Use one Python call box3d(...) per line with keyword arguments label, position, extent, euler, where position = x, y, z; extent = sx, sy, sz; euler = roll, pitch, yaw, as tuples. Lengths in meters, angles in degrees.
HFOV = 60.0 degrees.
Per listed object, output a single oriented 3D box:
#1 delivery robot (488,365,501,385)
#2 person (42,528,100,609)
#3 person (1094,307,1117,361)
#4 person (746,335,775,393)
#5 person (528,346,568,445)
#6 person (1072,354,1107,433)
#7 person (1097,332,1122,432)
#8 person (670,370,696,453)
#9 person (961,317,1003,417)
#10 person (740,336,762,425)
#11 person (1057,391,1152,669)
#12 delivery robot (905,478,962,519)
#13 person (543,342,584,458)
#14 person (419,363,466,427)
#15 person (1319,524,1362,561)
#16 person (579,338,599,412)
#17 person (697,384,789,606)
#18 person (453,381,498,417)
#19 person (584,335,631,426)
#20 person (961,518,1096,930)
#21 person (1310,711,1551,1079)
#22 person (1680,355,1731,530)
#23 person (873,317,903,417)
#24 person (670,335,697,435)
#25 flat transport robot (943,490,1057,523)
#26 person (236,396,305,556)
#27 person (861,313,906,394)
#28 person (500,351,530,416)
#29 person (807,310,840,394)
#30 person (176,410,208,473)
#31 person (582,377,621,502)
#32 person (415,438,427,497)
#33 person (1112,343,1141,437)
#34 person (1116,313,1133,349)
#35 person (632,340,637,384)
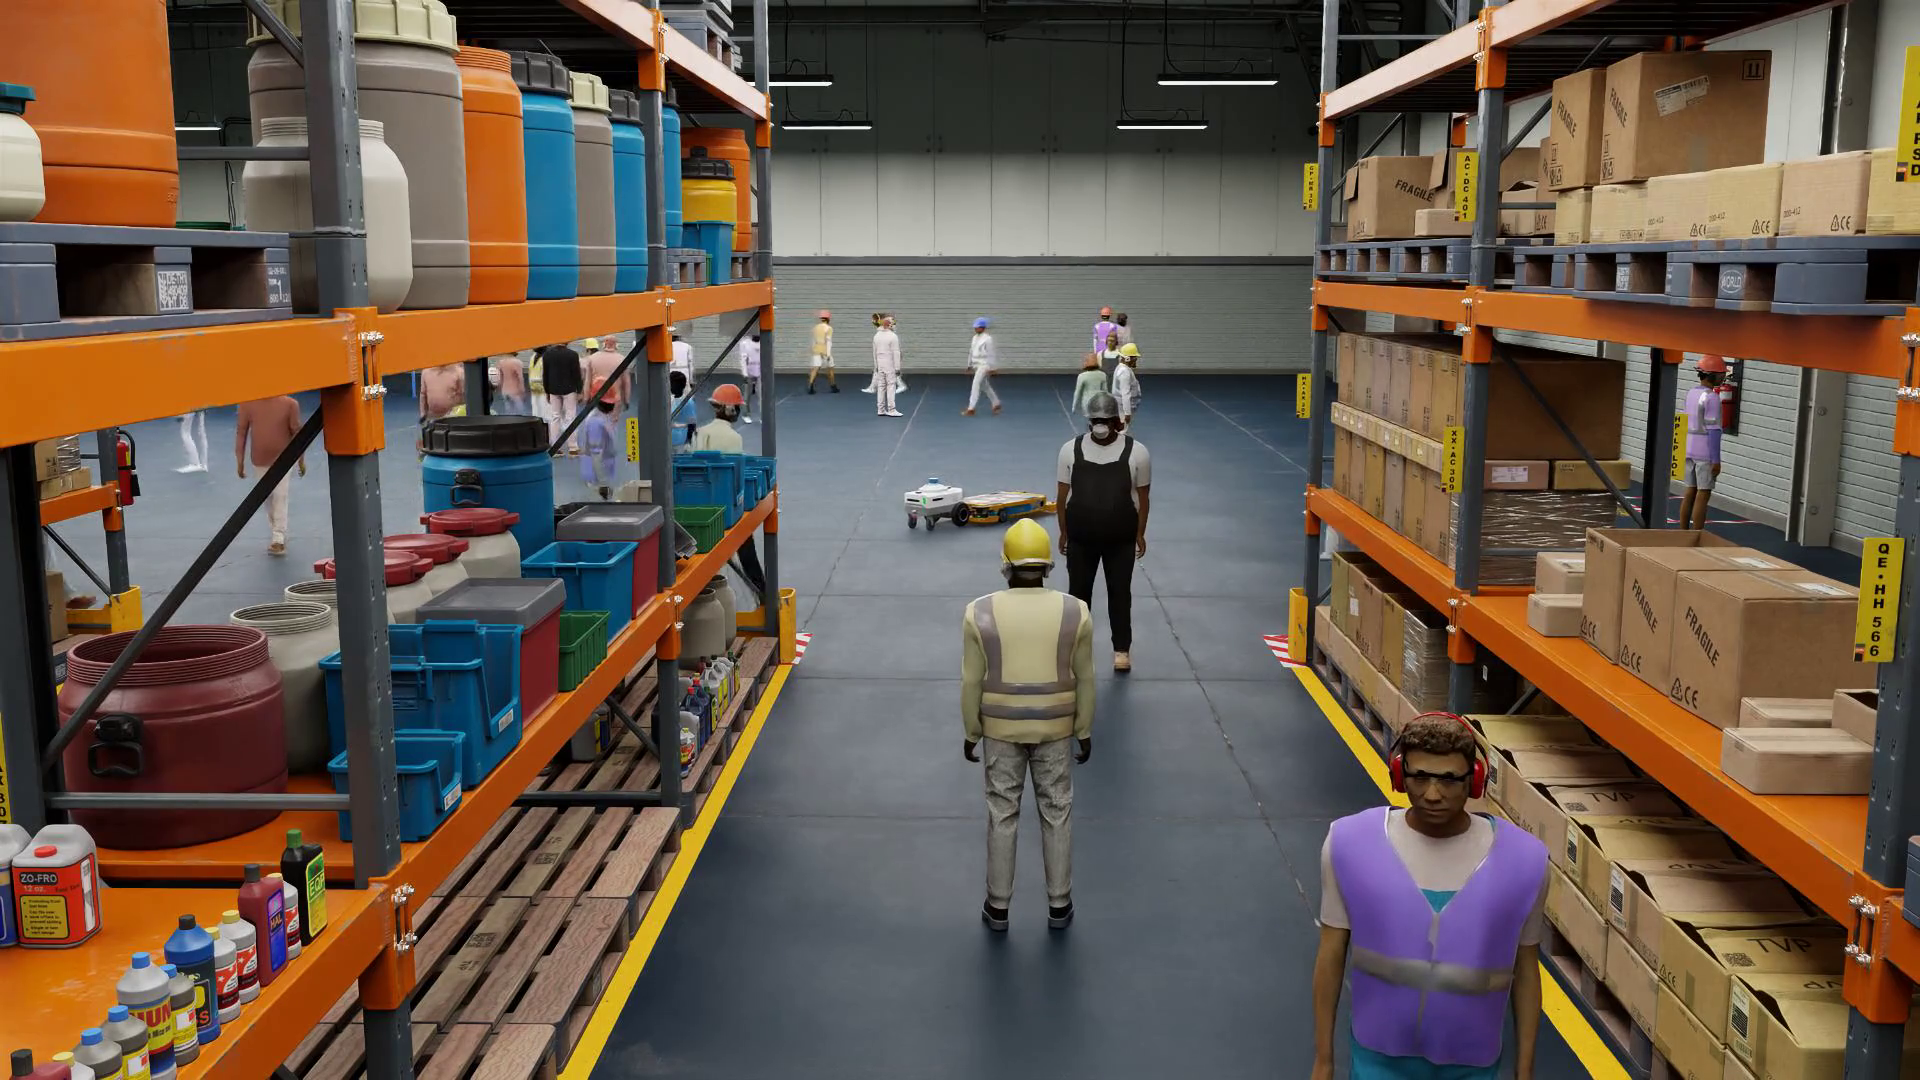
box3d(label="delivery robot", position=(-11.039, -3.900, 39.297), extent=(0.477, 0.478, 0.707), euler=(-3, 10, -15))
box3d(label="person", position=(-7.710, -0.294, 13.901), extent=(0.997, 1.862, 0.726), euler=(-1, 10, -7))
box3d(label="person", position=(3.300, -4.301, 37.701), extent=(0.545, 1.942, 0.353), euler=(3, 10, 16))
box3d(label="person", position=(-4.433, -4.144, 36.919), extent=(0.660, 1.885, 0.571), euler=(1, 9, 3))
box3d(label="person", position=(-6.519, -2.322, 26.218), extent=(0.640, 1.823, 0.640), euler=(9, 13, 44))
box3d(label="person", position=(1.942, -1.998, 24.952), extent=(0.518, 1.580, 0.850), euler=(-6, 11, -31))
box3d(label="person", position=(2.540, -2.591, 27.863), extent=(0.520, 1.810, 0.923), euler=(4, 10, 25))
box3d(label="person", position=(-3.297, -1.143, 19.522), extent=(0.318, 1.697, 0.533), euler=(-9, 13, -43))
box3d(label="person", position=(0.451, -3.369, 32.254), extent=(0.986, 1.907, 0.606), euler=(-5, 11, -26))
box3d(label="person", position=(-3.755, -3.046, 30.405), extent=(0.583, 1.881, 1.010), euler=(-5, 11, -26))
box3d(label="person", position=(1.030, -0.048, 12.062), extent=(0.684, 2.000, 0.535), euler=(2, 10, 10))
box3d(label="delivery robot", position=(-0.301, -0.453, 18.648), extent=(0.477, 0.478, 0.707), euler=(8, 12, 38))
box3d(label="person", position=(-6.024, -2.256, 25.292), extent=(0.622, 1.992, 0.395), euler=(2, 10, 14))
box3d(label="person", position=(-6.925, -1.712, 22.414), extent=(0.639, 1.875, 0.872), euler=(2, 10, 12))
box3d(label="person", position=(3.796, -0.567, 16.315), extent=(0.512, 1.615, 0.667), euler=(-8, 12, -38))
box3d(label="person", position=(-6.005, -2.437, 27.144), extent=(0.526, 1.742, 0.770), euler=(-7, 12, -38))
box3d(label="person", position=(-1.894, -0.325, 13.845), extent=(0.999, 1.942, 0.633), euler=(-8, 13, -41))
box3d(label="person", position=(-4.662, -0.657, 16.203), extent=(0.644, 1.832, 0.509), euler=(7, 12, 35))
box3d(label="person", position=(-5.224, -2.105, 24.760), extent=(0.675, 1.869, 0.536), euler=(1, 10, 5))
box3d(label="person", position=(0.301, 0.814, 7.376), extent=(0.599, 1.836, 0.404), euler=(0, 9, -2))
box3d(label="person", position=(1.199, 1.324, 4.298), extent=(0.571, 1.843, 0.373), euler=(2, 10, 12))
box3d(label="person", position=(7.538, -0.867, 16.835), extent=(0.378, 2.044, 0.607), euler=(0, 9, -3))
box3d(label="person", position=(-1.368, -3.333, 32.013), extent=(0.405, 1.906, 0.652), euler=(-9, 13, -44))
box3d(label="person", position=(-4.837, -2.747, 28.520), extent=(0.641, 1.893, 0.640), euler=(9, 13, 44))
box3d(label="flat transport robot", position=(0.470, -0.397, 19.442), extent=(0.652, 0.197, 1.431), euler=(8, 13, 41))
box3d(label="person", position=(-7.077, -0.863, 17.089), extent=(0.637, 1.947, 1.021), euler=(-1, 10, -8))
box3d(label="person", position=(-1.708, -4.212, 37.598), extent=(0.987, 1.819, 0.579), euler=(-2, 10, -12))
box3d(label="person", position=(-7.067, -2.313, 26.327), extent=(0.543, 1.754, 0.381), euler=(7, 12, 36))
box3d(label="person", position=(-3.121, -4.249, 37.572), extent=(0.564, 1.896, 0.995), euler=(7, 12, 34))
box3d(label="person", position=(-10.818, -1.863, 23.462), extent=(0.369, 1.837, 0.562), euler=(2, 10, 10))
box3d(label="person", position=(-3.410, -0.620, 15.827), extent=(0.490, 1.886, 0.678), euler=(-1, 9, -3))
box3d(label="person", position=(-3.995, 0.005, 12.864), extent=(0.395, 1.623, 0.522), euler=(-2, 10, -13))
box3d(label="person", position=(2.336, -1.845, 23.352), extent=(0.403, 1.823, 0.597), euler=(0, 9, -1))
box3d(label="person", position=(3.658, -4.334, 38.320), extent=(0.611, 1.809, 0.870), euler=(-9, 13, -43))
box3d(label="person", position=(-6.521, -3.595, 34.424), extent=(0.527, 1.620, 0.538), euler=(-3, 10, -18))
